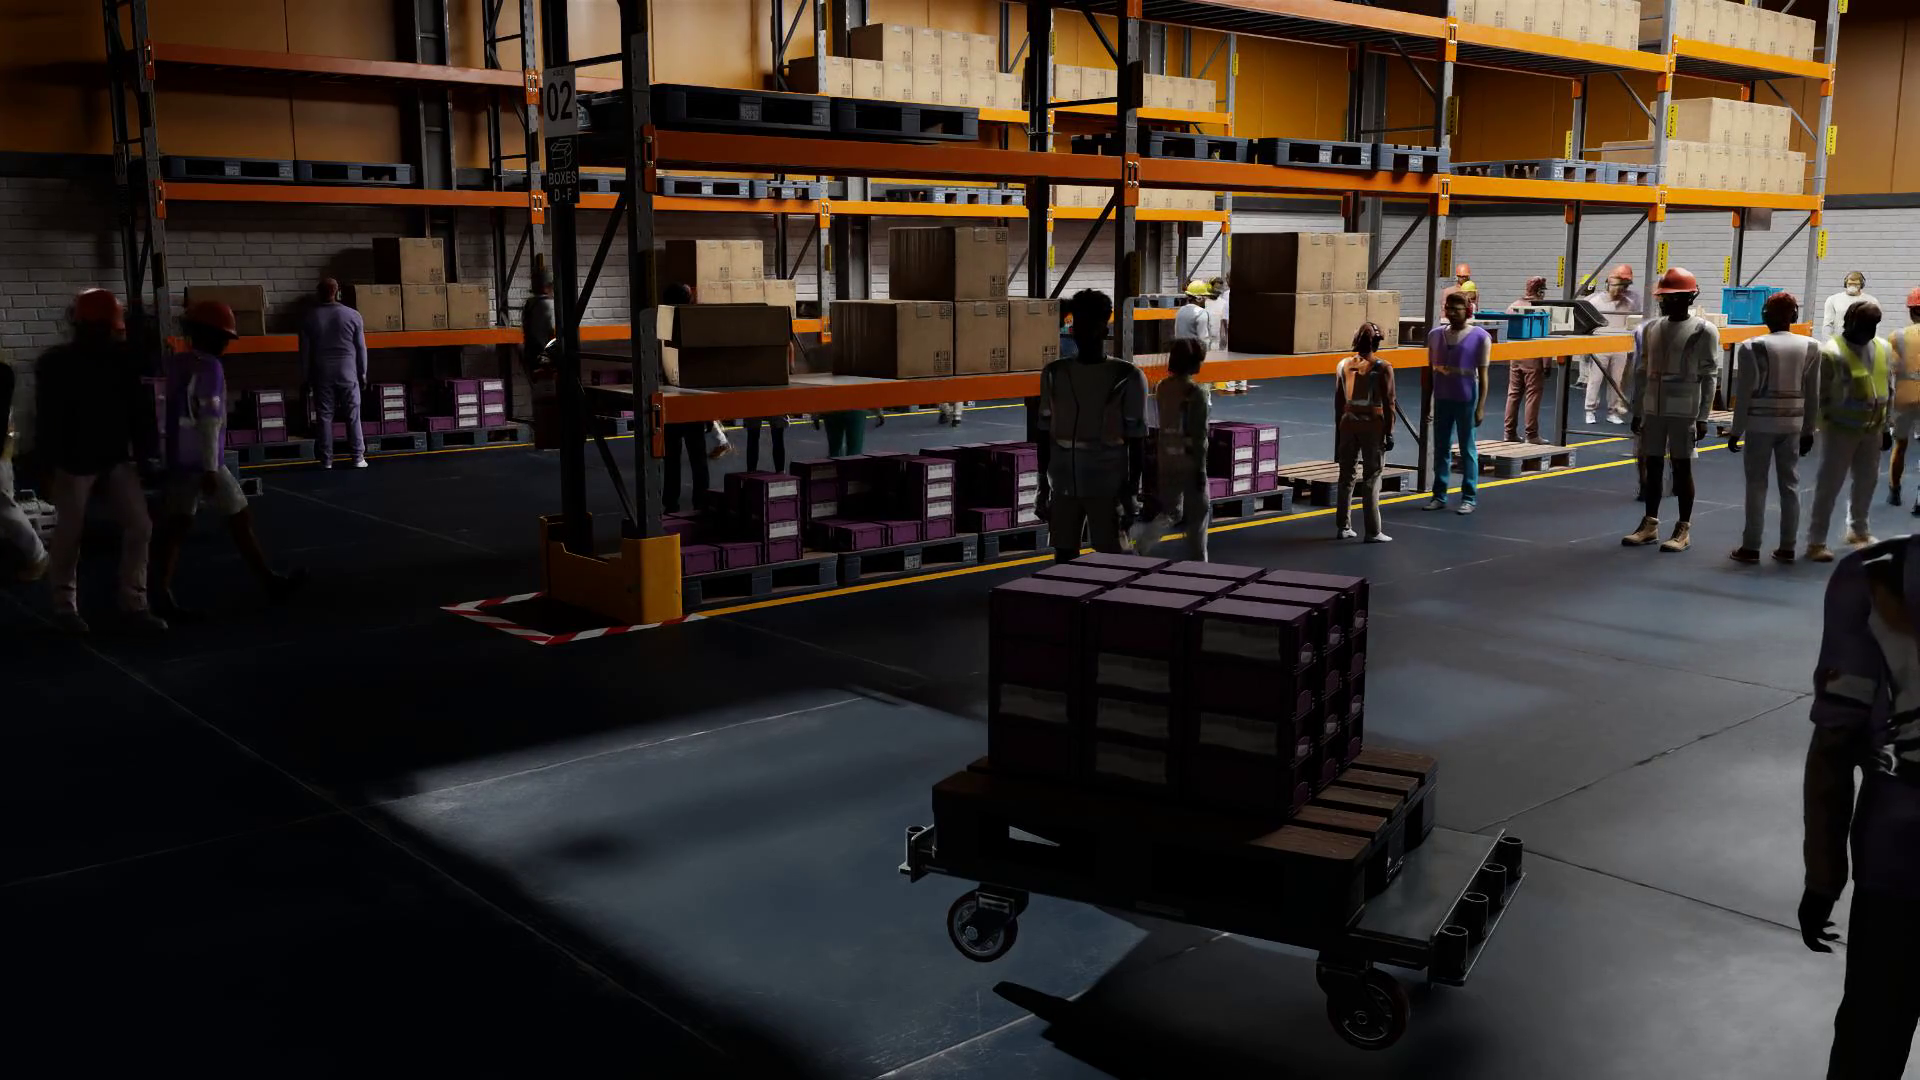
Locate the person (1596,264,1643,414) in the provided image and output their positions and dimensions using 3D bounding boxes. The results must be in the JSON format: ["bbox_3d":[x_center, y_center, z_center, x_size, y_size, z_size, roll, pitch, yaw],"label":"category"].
[{"bbox_3d":[8.905,-2.727,22.576,0.610,2.027,0.692,0,10,-1],"label":"person"}]

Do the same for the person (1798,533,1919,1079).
[{"bbox_3d":[1.916,0.640,3.156,0.585,1.917,0.381,3,10,18],"label":"person"}]

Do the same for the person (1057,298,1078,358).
[{"bbox_3d":[1.000,-1.714,17.571,0.483,1.684,0.555,-7,12,-36],"label":"person"}]

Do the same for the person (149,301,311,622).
[{"bbox_3d":[-4.378,-0.463,9.793,0.618,1.854,1.015,8,12,38],"label":"person"}]

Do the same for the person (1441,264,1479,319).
[{"bbox_3d":[7.847,-3.323,26.132,0.612,1.995,0.379,-1,10,-7],"label":"person"}]

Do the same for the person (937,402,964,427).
[{"bbox_3d":[-0.102,-2.326,20.823,0.630,1.808,0.587,-2,10,-10],"label":"person"}]

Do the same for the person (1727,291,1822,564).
[{"bbox_3d":[5.614,-0.767,11.484,0.585,1.882,0.337,0,10,0],"label":"person"}]

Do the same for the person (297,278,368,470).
[{"bbox_3d":[-6.228,-1.646,16.564,0.636,1.911,0.404,-3,10,-18],"label":"person"}]

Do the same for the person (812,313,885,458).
[{"bbox_3d":[-0.908,-1.046,13.552,0.561,1.728,0.793,1,10,8],"label":"person"}]

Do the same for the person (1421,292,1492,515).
[{"bbox_3d":[4.109,-1.131,13.767,0.386,1.837,0.563,-9,13,-42],"label":"person"}]

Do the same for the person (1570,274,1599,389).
[{"bbox_3d":[10.022,-3.330,26.636,0.403,1.835,0.588,1,10,4],"label":"person"}]

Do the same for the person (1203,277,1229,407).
[{"bbox_3d":[3.562,-2.786,23.466,0.524,1.828,0.776,-2,10,-9],"label":"person"}]

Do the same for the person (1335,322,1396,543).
[{"bbox_3d":[3.002,-0.794,12.360,0.309,1.641,0.514,-8,13,-41],"label":"person"}]

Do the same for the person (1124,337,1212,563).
[{"bbox_3d":[1.369,-0.468,10.506,0.605,1.620,0.527,-6,11,-30],"label":"person"}]

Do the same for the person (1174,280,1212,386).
[{"bbox_3d":[2.828,-2.213,20.102,0.404,1.833,0.591,-5,11,-26],"label":"person"}]

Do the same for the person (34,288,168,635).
[{"bbox_3d":[-4.801,-0.424,9.298,0.839,1.935,0.746,5,11,28],"label":"person"}]

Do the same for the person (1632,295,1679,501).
[{"bbox_3d":[6.216,-1.310,14.618,0.574,1.896,0.930,8,13,41],"label":"person"}]

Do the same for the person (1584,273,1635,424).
[{"bbox_3d":[8.228,-2.413,21.065,0.651,1.904,0.403,-1,10,-4],"label":"person"}]

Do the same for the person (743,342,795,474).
[{"bbox_3d":[-1.749,-1.268,14.968,0.533,1.697,0.319,-1,10,-4],"label":"person"}]

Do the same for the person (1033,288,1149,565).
[{"bbox_3d":[0.642,-0.279,8.388,0.603,1.967,0.368,5,11,27],"label":"person"}]

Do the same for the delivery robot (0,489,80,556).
[{"bbox_3d":[-6.249,-0.097,11.180,0.707,0.478,0.477,7,12,35],"label":"delivery robot"}]

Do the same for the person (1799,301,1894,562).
[{"bbox_3d":[6.281,-0.769,11.740,0.826,1.813,0.533,-2,10,-13],"label":"person"}]

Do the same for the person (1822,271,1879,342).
[{"bbox_3d":[11.365,-2.464,21.285,0.627,1.933,0.371,4,10,21],"label":"person"}]

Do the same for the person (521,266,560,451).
[{"bbox_3d":[-4.436,-1.962,18.029,0.536,2.000,0.698,-8,13,-39],"label":"person"}]

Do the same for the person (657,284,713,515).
[{"bbox_3d":[-2.147,-1.021,12.888,0.590,1.915,0.392,3,10,19],"label":"person"}]

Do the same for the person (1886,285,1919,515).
[{"bbox_3d":[7.967,-1.166,13.829,0.548,1.896,0.988,5,11,25],"label":"person"}]

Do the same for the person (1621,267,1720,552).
[{"bbox_3d":[5.119,-0.935,12.003,0.374,2.042,0.615,-6,11,-32],"label":"person"}]

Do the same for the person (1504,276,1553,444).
[{"bbox_3d":[6.469,-2.029,18.846,0.402,1.900,0.638,-6,11,-30],"label":"person"}]

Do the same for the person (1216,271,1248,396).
[{"bbox_3d":[4.181,-3.151,25.313,0.628,1.932,0.352,-9,13,-42],"label":"person"}]

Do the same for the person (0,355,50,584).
[{"bbox_3d":[-6.186,-0.558,10.521,0.643,1.802,0.827,2,10,12],"label":"person"}]

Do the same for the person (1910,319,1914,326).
[{"bbox_3d":[14.316,-3.040,24.471,0.381,1.994,0.614,-8,12,-39],"label":"person"}]

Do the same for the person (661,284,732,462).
[{"bbox_3d":[-2.822,-1.721,17.210,0.953,1.850,0.591,-6,12,-33],"label":"person"}]

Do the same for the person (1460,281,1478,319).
[{"bbox_3d":[7.701,-3.060,25.321,0.297,1.745,0.484,-4,10,-22],"label":"person"}]
